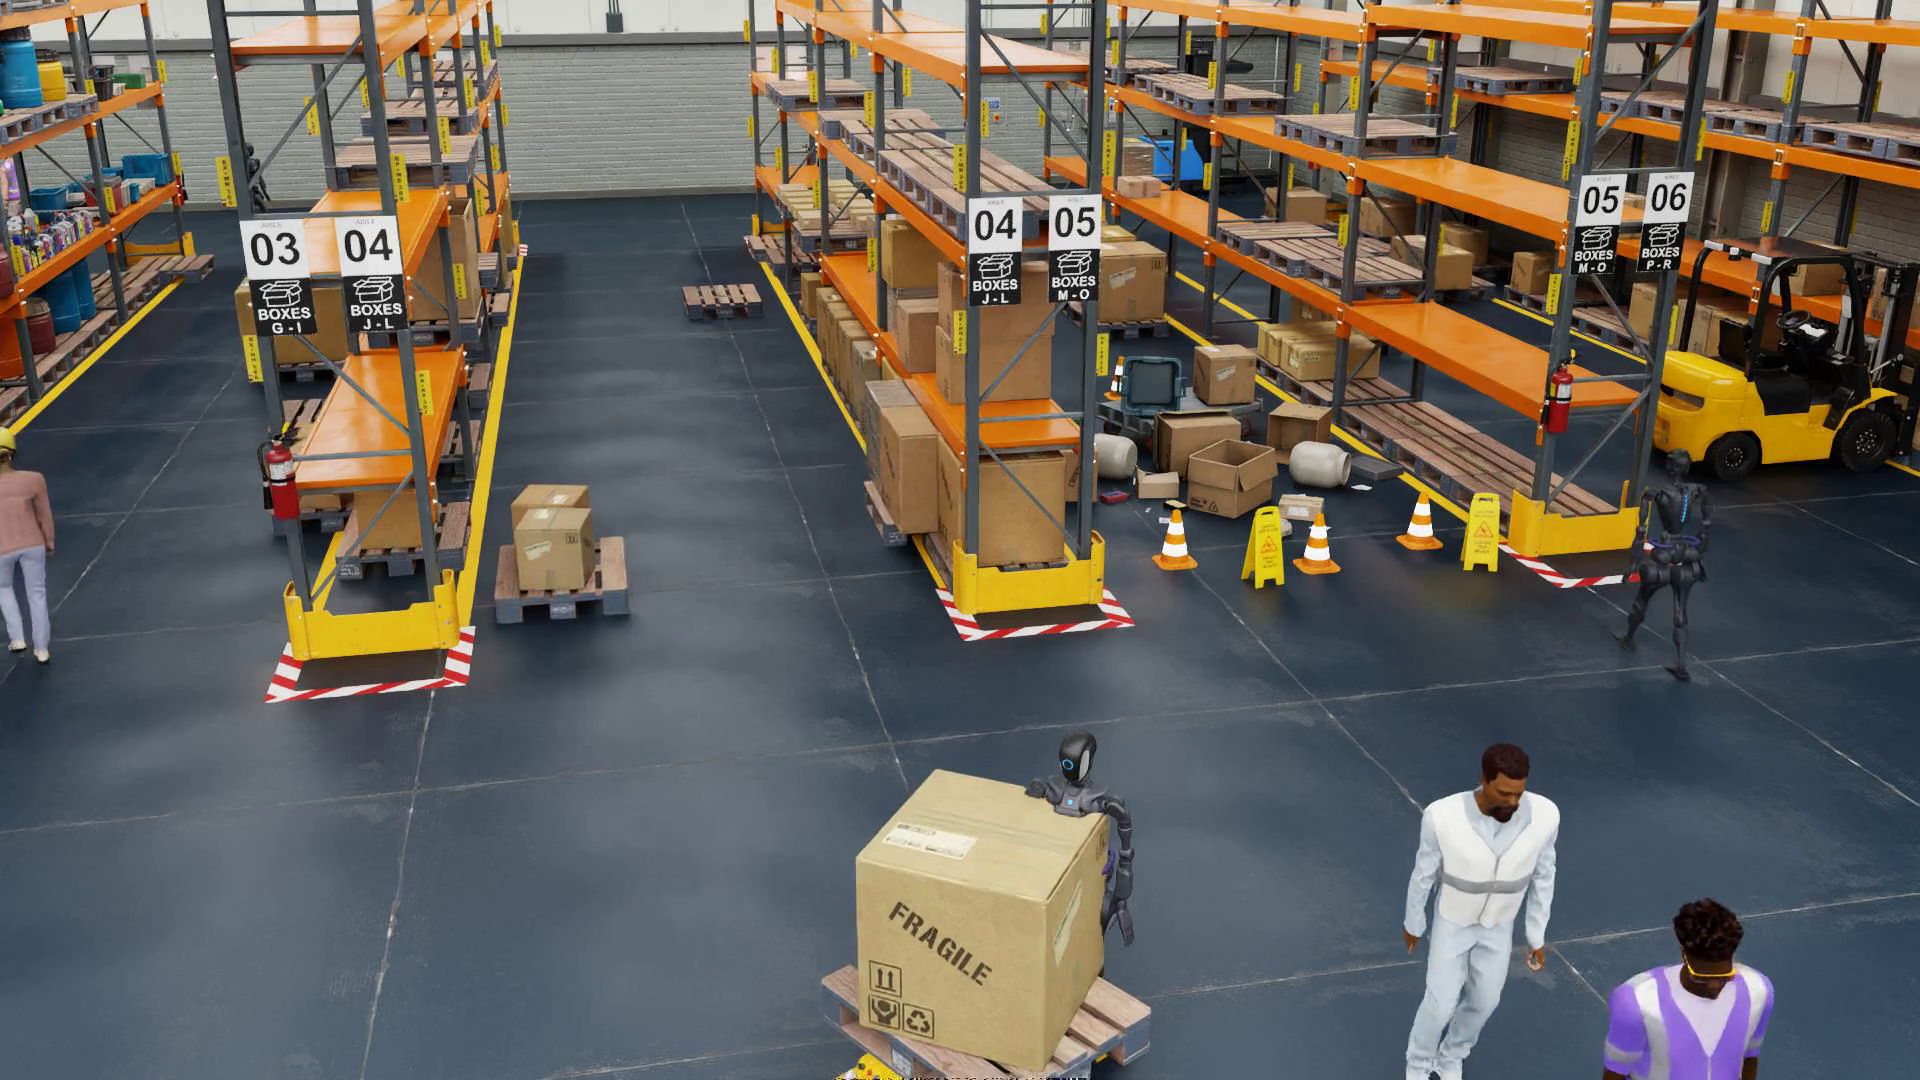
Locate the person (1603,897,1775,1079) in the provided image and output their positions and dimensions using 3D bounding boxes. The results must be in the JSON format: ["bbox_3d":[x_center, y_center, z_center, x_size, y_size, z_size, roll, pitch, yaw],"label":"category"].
[{"bbox_3d":[2.625,2.118,6.121,0.608,1.929,0.515,-2,20,-4],"label":"person"}]

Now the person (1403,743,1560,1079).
[{"bbox_3d":[2.286,1.700,7.357,0.601,1.892,0.532,-2,20,-5],"label":"person"}]

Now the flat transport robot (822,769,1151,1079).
[{"bbox_3d":[0.098,2.391,7.765,1.431,0.231,0.659,-17,26,-39],"label":"flat transport robot"}]

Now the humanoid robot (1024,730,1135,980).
[{"bbox_3d":[0.541,1.637,7.753,0.599,1.657,0.315,8,22,21],"label":"humanoid robot"}]

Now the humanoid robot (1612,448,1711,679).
[{"bbox_3d":[5.064,0.127,11.899,0.611,1.622,0.777,-3,21,-7],"label":"humanoid robot"}]

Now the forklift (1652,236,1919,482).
[{"bbox_3d":[8.013,-1.814,16.330,2.313,2.155,1.214,-4,21,-12],"label":"forklift"}]

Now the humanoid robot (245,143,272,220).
[{"bbox_3d":[-11.806,-5.802,27.805,0.462,1.644,0.603,7,21,18],"label":"humanoid robot"}]

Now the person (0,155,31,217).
[{"bbox_3d":[-15.369,-5.564,27.150,0.351,1.688,0.489,11,23,26],"label":"person"}]

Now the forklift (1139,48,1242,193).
[{"bbox_3d":[4.566,-8.313,32.860,1.873,2.768,1.129,-4,21,-12],"label":"forklift"}]

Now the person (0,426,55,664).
[{"bbox_3d":[-6.816,0.030,11.991,0.537,1.741,0.544,-14,24,-33],"label":"person"}]

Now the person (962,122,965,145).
[{"bbox_3d":[0.165,-6.997,30.989,0.320,1.695,0.536,0,20,0],"label":"person"}]
